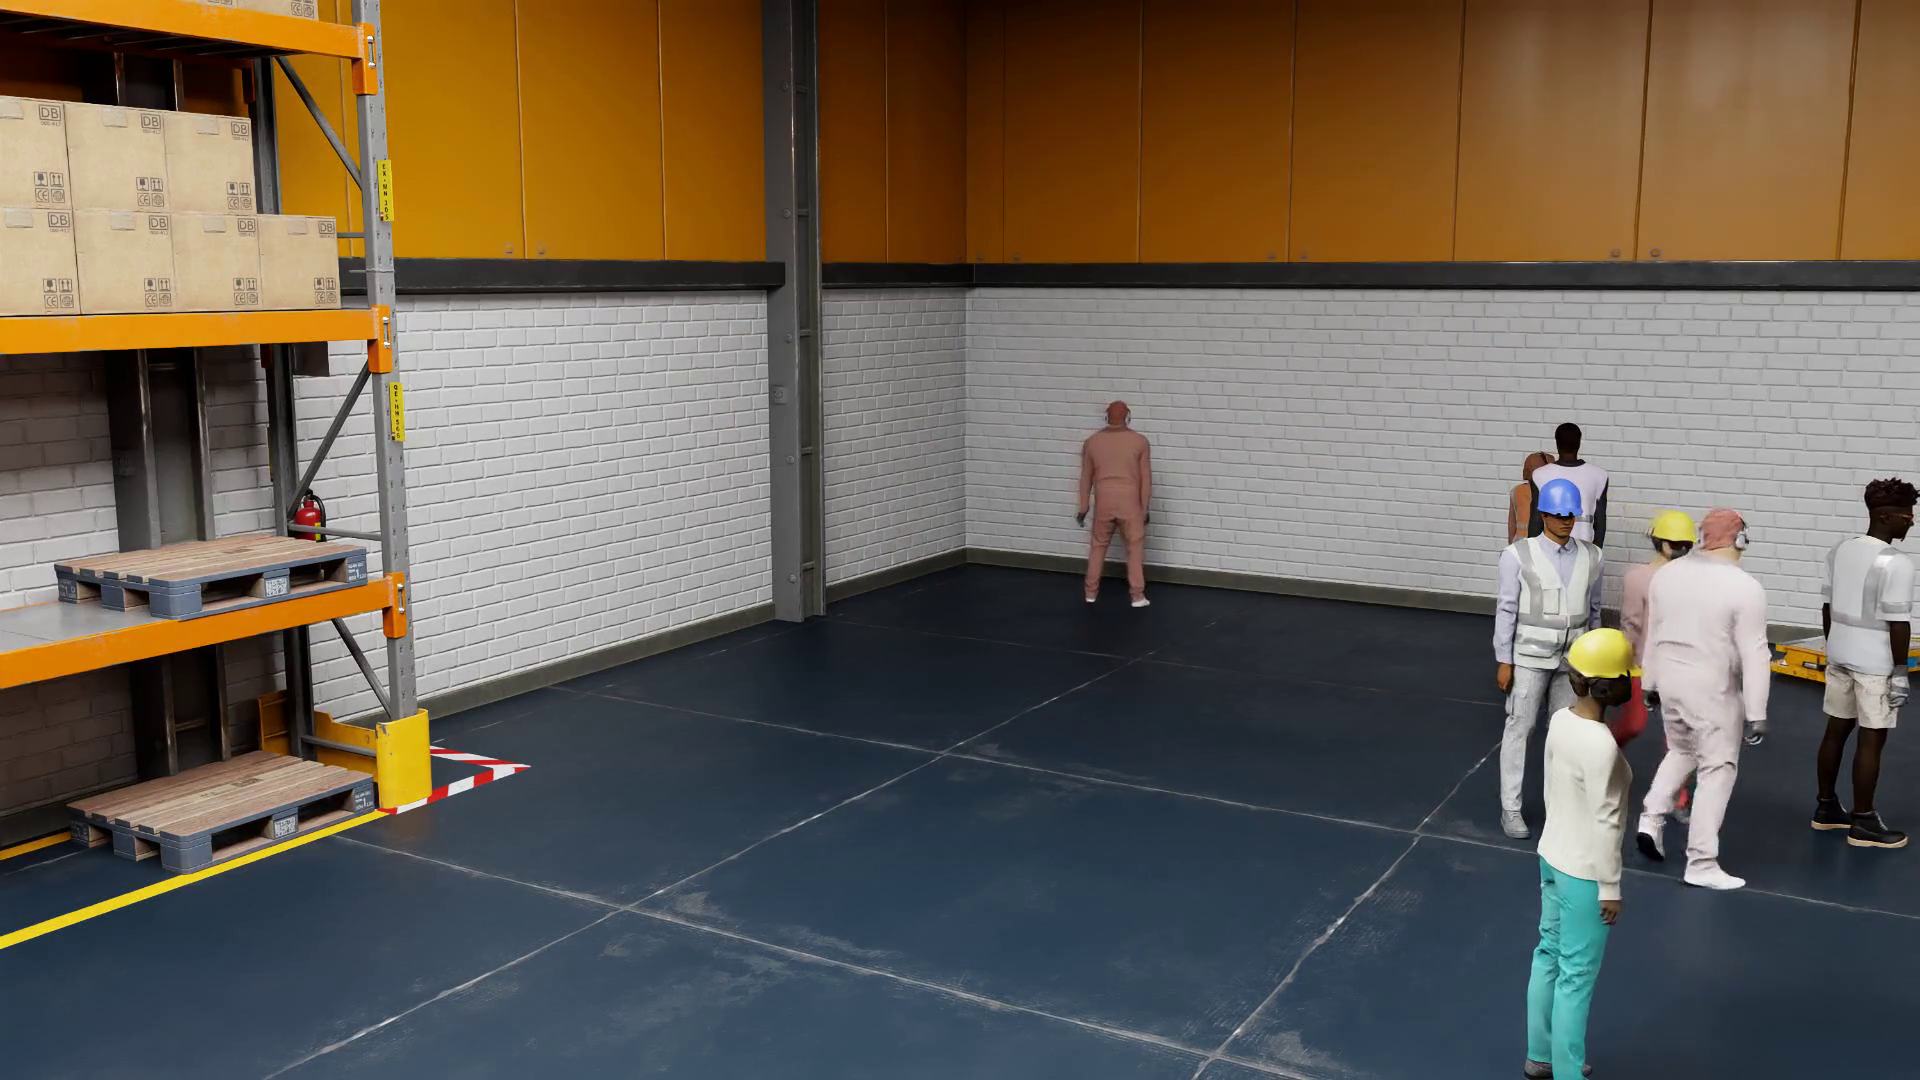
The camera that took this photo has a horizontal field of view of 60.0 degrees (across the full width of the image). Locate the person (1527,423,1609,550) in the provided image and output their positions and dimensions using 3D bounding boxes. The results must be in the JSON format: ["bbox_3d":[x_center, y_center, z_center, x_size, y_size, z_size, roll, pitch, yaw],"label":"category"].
[{"bbox_3d":[4.577,0.071,12.577,0.587,1.914,0.391,0,9,0],"label":"person"}]

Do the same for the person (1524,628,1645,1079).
[{"bbox_3d":[2.277,1.190,6.049,0.318,1.769,0.522,0,9,0],"label":"person"}]

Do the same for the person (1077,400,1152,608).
[{"bbox_3d":[1.428,-0.337,15.223,0.684,1.901,0.395,3,10,20],"label":"person"}]

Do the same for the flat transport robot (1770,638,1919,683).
[{"bbox_3d":[6.843,0.881,12.632,1.431,0.197,0.652,-5,11,-30],"label":"flat transport robot"}]

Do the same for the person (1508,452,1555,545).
[{"bbox_3d":[4.512,0.126,13.081,0.309,1.641,0.511,-5,10,-26],"label":"person"}]

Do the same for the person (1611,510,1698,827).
[{"bbox_3d":[3.915,0.675,9.369,0.527,1.739,0.777,-1,9,-7],"label":"person"}]

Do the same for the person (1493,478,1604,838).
[{"bbox_3d":[3.170,0.633,8.961,0.614,1.947,0.388,-2,9,-10],"label":"person"}]

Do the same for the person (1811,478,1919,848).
[{"bbox_3d":[4.838,0.641,8.866,0.371,1.960,0.609,-1,9,-8],"label":"person"}]

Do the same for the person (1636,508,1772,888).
[{"bbox_3d":[3.715,0.780,8.287,0.452,1.878,0.737,-4,10,-22],"label":"person"}]
